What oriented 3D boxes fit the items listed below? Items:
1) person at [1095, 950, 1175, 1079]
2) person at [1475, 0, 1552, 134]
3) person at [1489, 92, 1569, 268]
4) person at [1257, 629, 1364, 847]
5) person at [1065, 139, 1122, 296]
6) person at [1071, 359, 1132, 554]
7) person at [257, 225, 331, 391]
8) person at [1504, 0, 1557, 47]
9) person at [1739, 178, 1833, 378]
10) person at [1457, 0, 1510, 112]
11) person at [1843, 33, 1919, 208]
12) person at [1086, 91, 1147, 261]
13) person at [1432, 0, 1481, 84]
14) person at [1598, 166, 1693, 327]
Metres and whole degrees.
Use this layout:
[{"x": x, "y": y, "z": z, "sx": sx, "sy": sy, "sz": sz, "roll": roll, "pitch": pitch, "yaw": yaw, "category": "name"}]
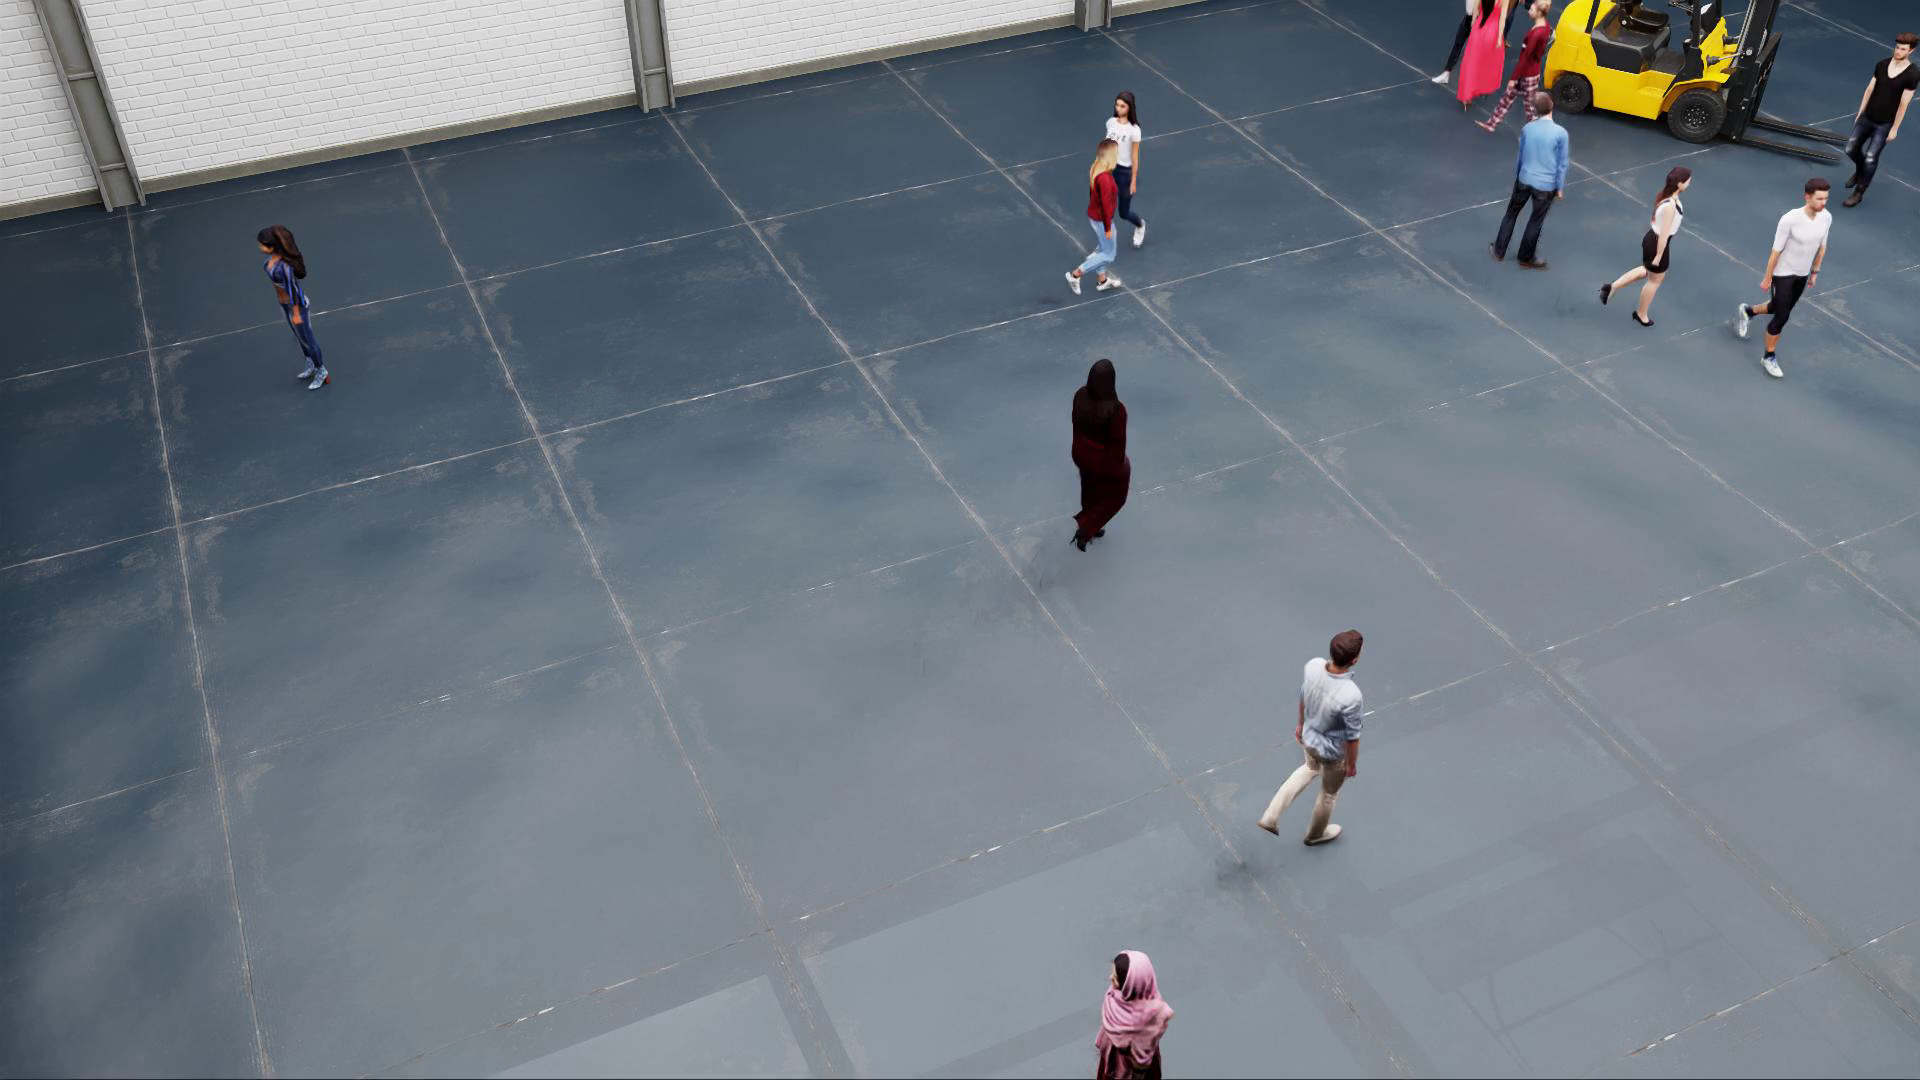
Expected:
[{"x": 0.914, "y": 2.727, "z": 8.824, "sx": 0.657, "sy": 1.631, "sz": 0.711, "roll": -9, "pitch": 39, "yaw": -11, "category": "person"}, {"x": 6.519, "y": -5.270, "z": 18.812, "sx": 1.103, "sy": 1.665, "sz": 1.055, "roll": 14, "pitch": 41, "yaw": 17, "category": "person"}, {"x": 5.776, "y": -3.560, "z": 16.580, "sx": 0.750, "sy": 1.777, "sz": 0.843, "roll": -18, "pitch": 42, "yaw": -21, "category": "person"}, {"x": 2.229, "y": 1.310, "z": 10.437, "sx": 0.868, "sy": 1.834, "sz": 0.679, "roll": -19, "pitch": 43, "yaw": -23, "category": "person"}, {"x": 1.320, "y": -3.096, "z": 16.127, "sx": 0.904, "sy": 1.618, "sz": 0.727, "roll": -8, "pitch": 39, "yaw": -9, "category": "person"}, {"x": 1.028, "y": -0.594, "z": 12.892, "sx": 0.881, "sy": 1.745, "sz": 0.804, "roll": -31, "pitch": 48, "yaw": -33, "category": "person"}, {"x": -5.954, "y": -2.100, "z": 14.874, "sx": 0.595, "sy": 1.625, "sz": 0.636, "roll": -23, "pitch": 44, "yaw": -26, "category": "person"}, {"x": 7.237, "y": -6.984, "z": 20.925, "sx": 1.149, "sy": 1.705, "sz": 1.150, "roll": 20, "pitch": 43, "yaw": 23, "category": "person"}, {"x": 7.529, "y": -2.472, "z": 15.179, "sx": 1.091, "sy": 1.826, "sz": 0.875, "roll": -9, "pitch": 39, "yaw": -11, "category": "person"}, {"x": 6.134, "y": -5.869, "z": 19.536, "sx": 0.892, "sy": 1.696, "sz": 1.044, "roll": 23, "pitch": 44, "yaw": 26, "category": "person"}, {"x": 9.815, "y": -4.477, "z": 17.643, "sx": 0.811, "sy": 1.884, "sz": 0.726, "roll": -22, "pitch": 44, "yaw": -25, "category": "person"}, {"x": 1.643, "y": -3.671, "z": 16.734, "sx": 0.842, "sy": 1.758, "sz": 1.087, "roll": 31, "pitch": 48, "yaw": 33, "category": "person"}, {"x": 6.360, "y": -6.324, "z": 20.141, "sx": 1.105, "sy": 1.653, "sz": 0.618, "roll": -15, "pitch": 41, "yaw": -18, "category": "person"}, {"x": 6.484, "y": -2.765, "z": 15.701, "sx": 0.914, "sy": 1.633, "sz": 0.809, "roll": 8, "pitch": 39, "yaw": 10, "category": "person"}]
